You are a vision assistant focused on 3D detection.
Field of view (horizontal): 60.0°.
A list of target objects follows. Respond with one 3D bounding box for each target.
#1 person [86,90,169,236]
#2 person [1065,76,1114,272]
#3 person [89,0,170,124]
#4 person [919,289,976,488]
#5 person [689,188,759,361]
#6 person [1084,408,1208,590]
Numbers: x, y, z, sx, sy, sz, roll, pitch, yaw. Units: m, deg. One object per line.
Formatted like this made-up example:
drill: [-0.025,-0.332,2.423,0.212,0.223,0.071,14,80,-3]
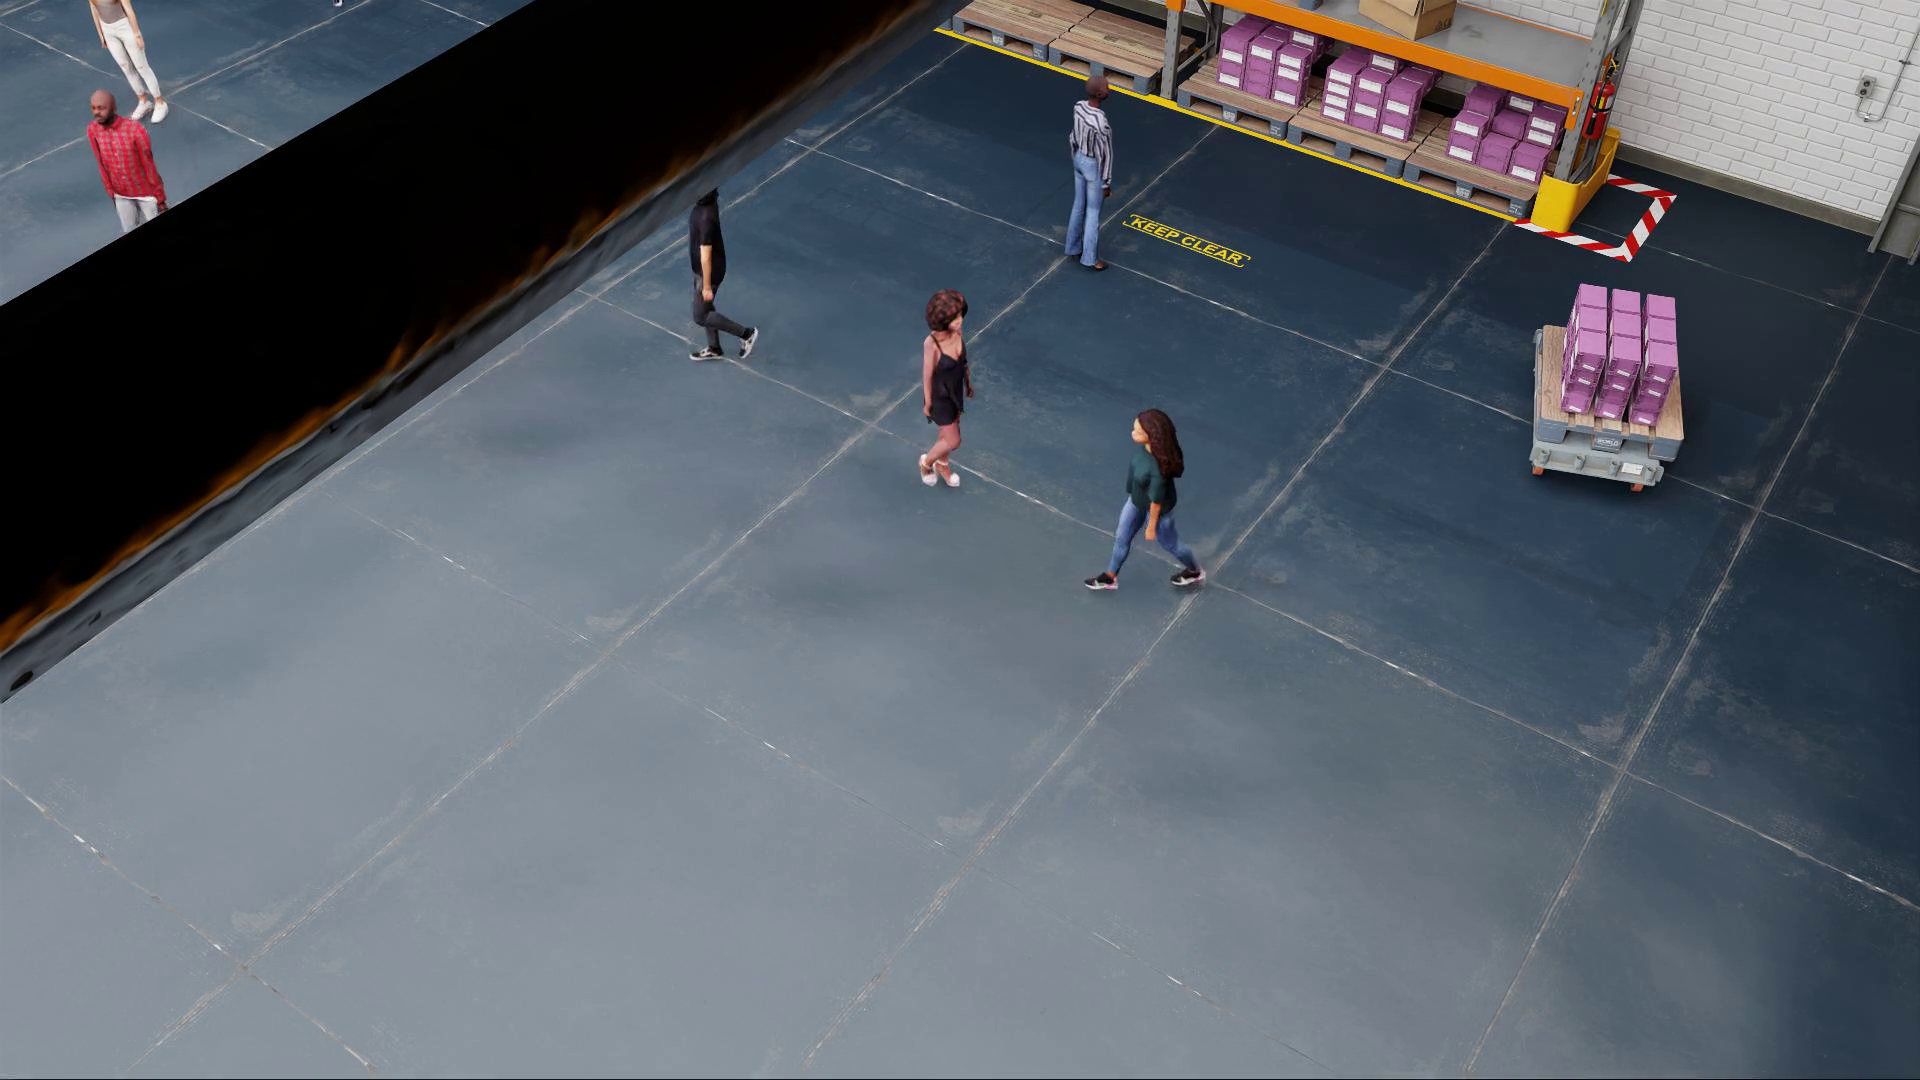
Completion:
person: [-6.857,-2.977,13.938,0.858,1.809,0.913,1,44,1]
person: [1.106,-3.107,14.084,0.764,1.795,0.620,-22,48,-22]
person: [-8.052,-4.872,15.993,0.603,1.717,0.726,6,44,7]
person: [-0.178,-1.071,11.961,0.633,1.776,0.564,23,48,23]
person: [-1.902,-2.144,13.057,0.956,1.817,0.897,-7,44,-8]
person: [1.384,-0.225,11.222,1.129,1.569,1.053,-4,44,-4]
